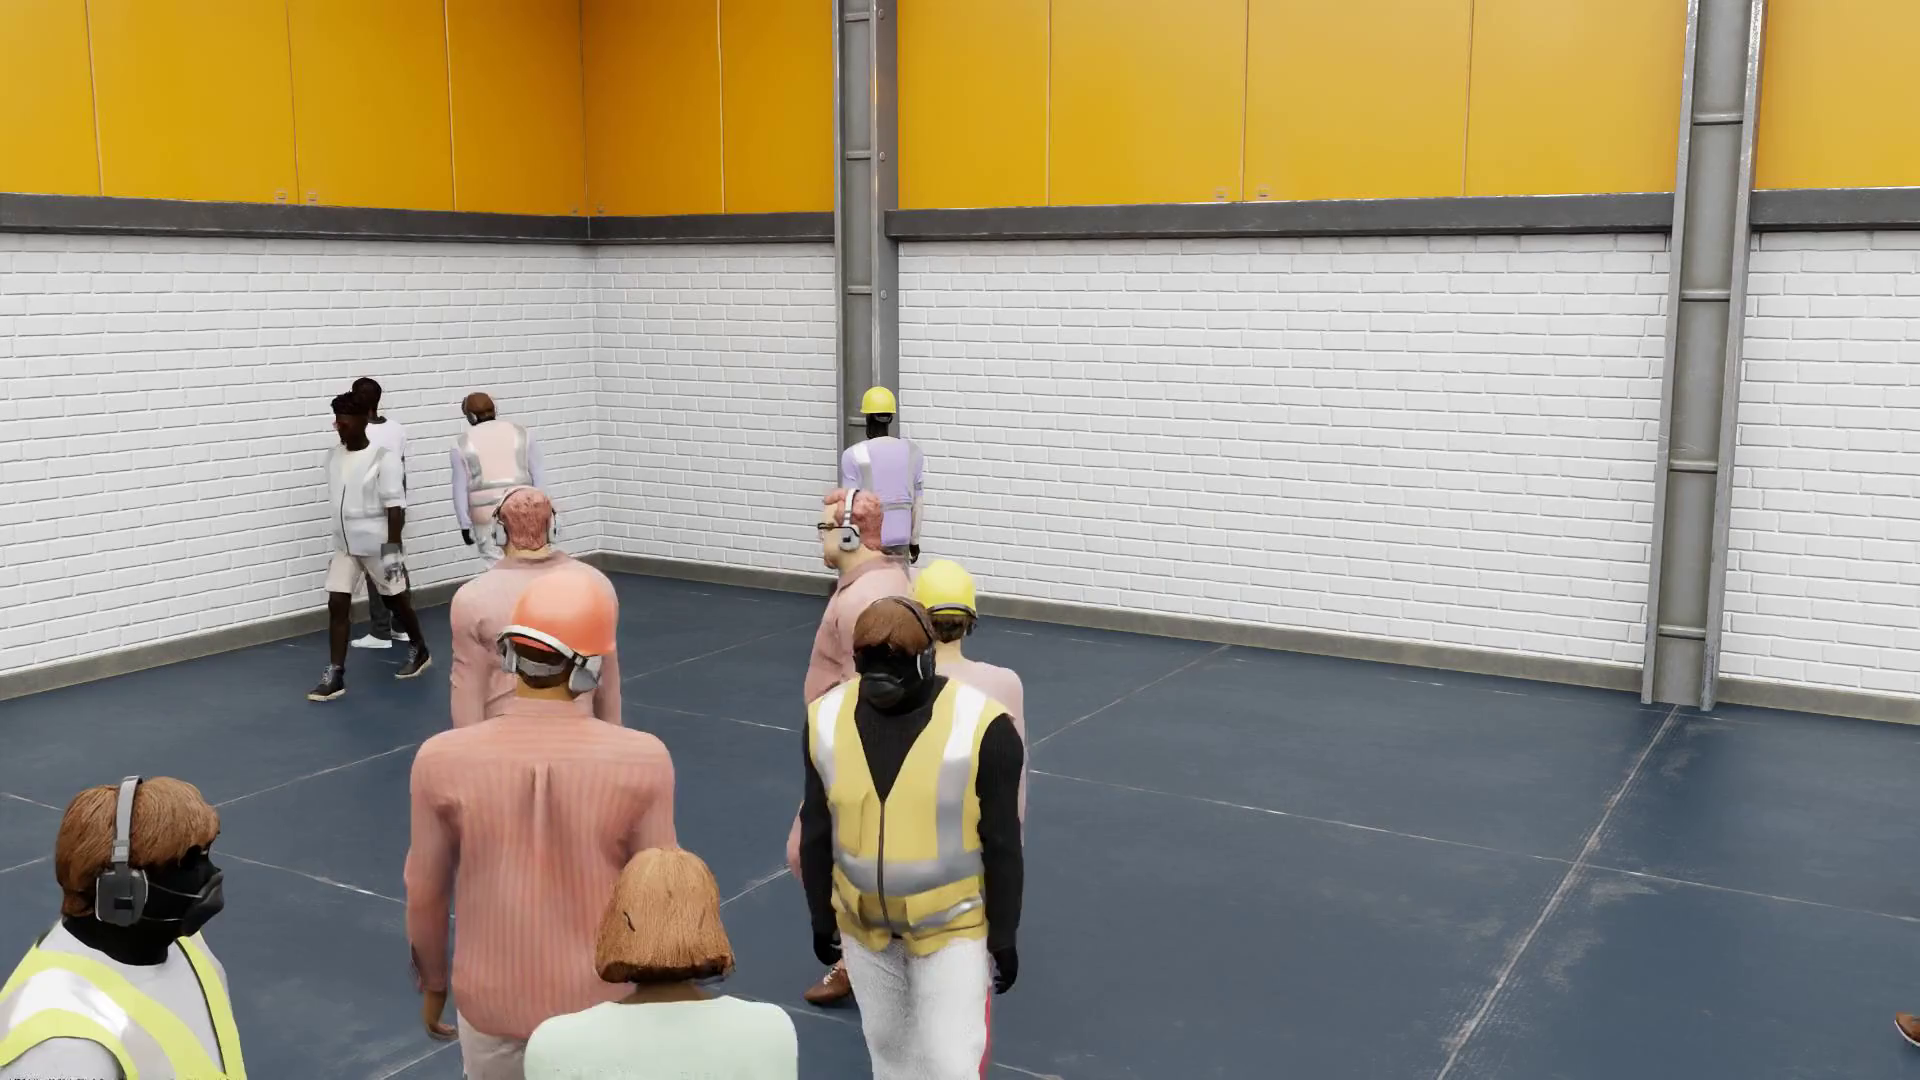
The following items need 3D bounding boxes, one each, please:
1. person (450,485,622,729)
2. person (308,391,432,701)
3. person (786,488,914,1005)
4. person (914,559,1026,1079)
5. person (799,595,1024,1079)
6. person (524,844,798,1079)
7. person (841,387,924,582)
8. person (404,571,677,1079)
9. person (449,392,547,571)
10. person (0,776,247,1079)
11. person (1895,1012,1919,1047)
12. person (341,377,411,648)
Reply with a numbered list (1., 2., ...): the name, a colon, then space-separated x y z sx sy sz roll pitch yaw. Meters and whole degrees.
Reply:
1. person: -1.534 0.738 6.110 0.646 1.885 0.681 -7 11 -36
2. person: -3.762 0.004 10.588 0.618 1.923 0.988 3 10 21
3. person: -0.405 0.749 6.021 0.516 1.886 0.669 1 9 8
4. person: -0.059 0.928 5.312 0.553 1.748 0.599 -2 9 -15
5. person: -0.147 1.038 4.473 0.642 1.820 0.519 4 10 22
6. person: -0.523 1.374 2.962 0.534 1.610 0.554 -3 10 -17
7. person: -0.509 -0.019 10.689 0.586 1.928 0.369 -6 11 -31
8. person: -0.978 1.042 3.965 0.638 1.965 0.602 -2 9 -12
9. person: -3.293 -0.158 11.974 0.691 1.802 0.705 -5 10 -27
10. person: -1.393 1.294 2.838 0.431 1.832 0.642 -1 9 -8
11. person: 3.449 0.999 5.364 0.501 1.603 0.769 -1 9 -7
12. person: -4.127 -0.191 11.797 0.374 1.916 0.596 3 10 18
